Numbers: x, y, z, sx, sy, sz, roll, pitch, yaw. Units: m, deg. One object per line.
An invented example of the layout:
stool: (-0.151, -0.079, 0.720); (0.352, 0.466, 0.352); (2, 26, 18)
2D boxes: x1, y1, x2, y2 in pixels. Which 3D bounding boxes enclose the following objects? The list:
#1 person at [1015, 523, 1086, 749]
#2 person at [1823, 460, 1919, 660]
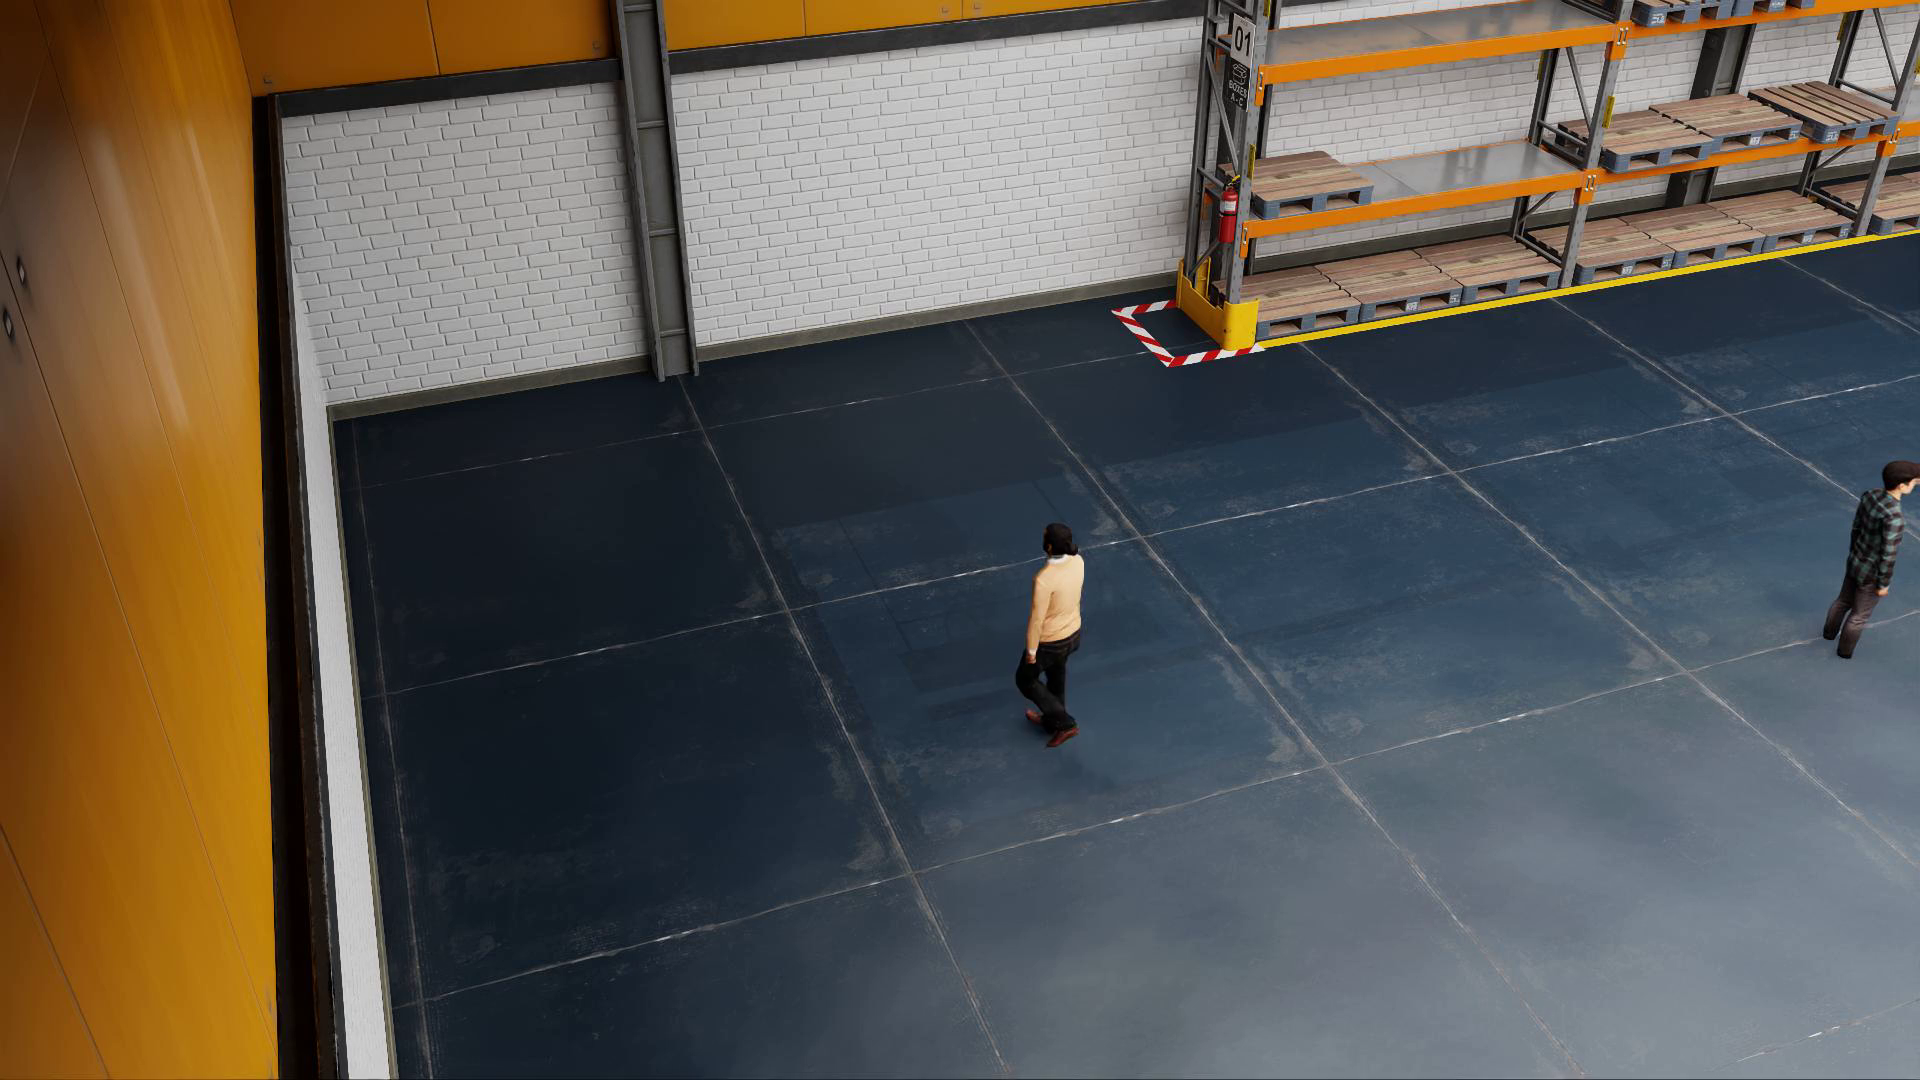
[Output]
person: (0.672, 0.670, 11.068); (0.932, 1.745, 0.885); (24, 40, 31)
person: (6.615, 0.176, 12.078); (0.659, 1.715, 0.738); (0, 34, 1)
